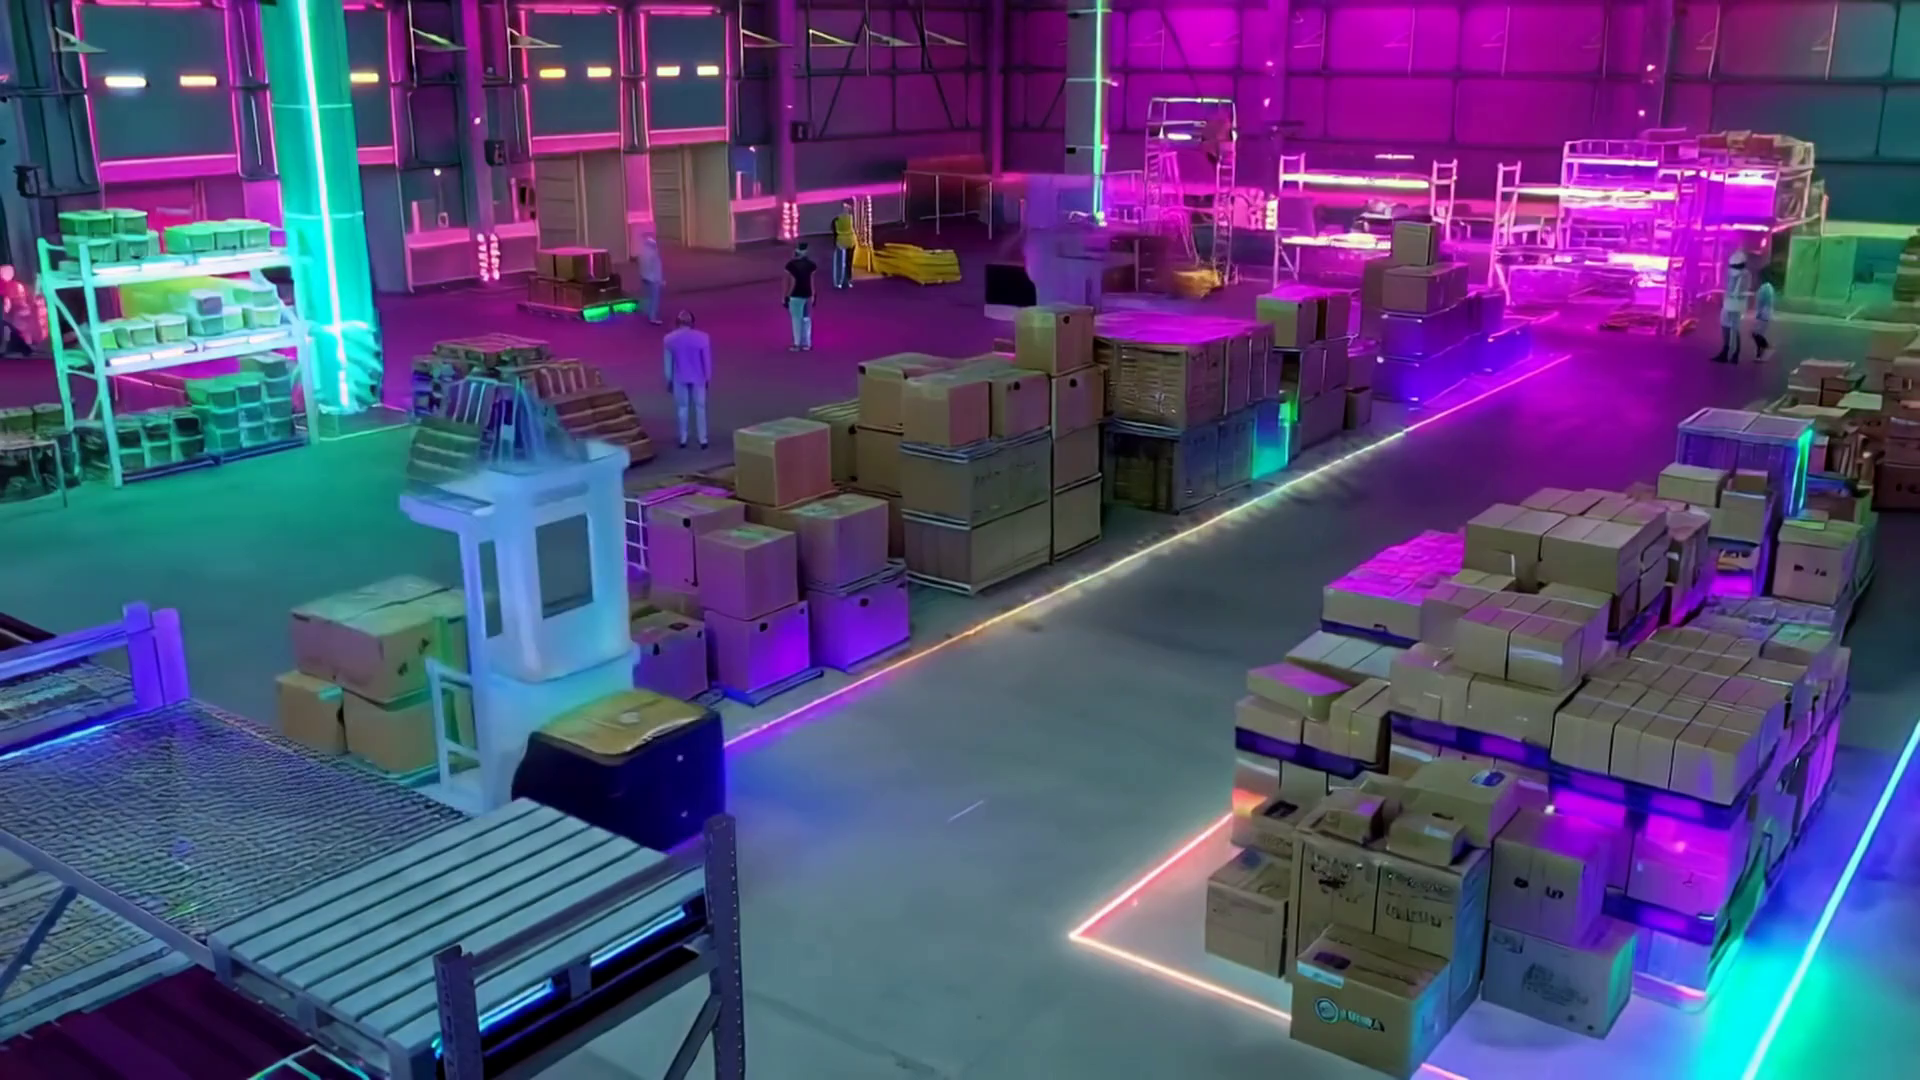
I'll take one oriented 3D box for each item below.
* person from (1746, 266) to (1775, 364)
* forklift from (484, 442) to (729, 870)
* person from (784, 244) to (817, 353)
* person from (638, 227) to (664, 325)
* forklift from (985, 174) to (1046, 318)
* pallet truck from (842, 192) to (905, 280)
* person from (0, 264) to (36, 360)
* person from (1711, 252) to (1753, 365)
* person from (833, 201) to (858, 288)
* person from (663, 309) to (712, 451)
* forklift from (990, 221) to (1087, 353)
[{"bbox_3d":[13.812,-3.848,28.557,0.455,1.673,0.566,15,23,41],"label":"person"},{"bbox_3d":[-2.598,0.787,11.167,1.873,2.768,1.129,12,21,35],"label":"forklift"},{"bbox_3d":[-2.842,-4.309,29.669,0.636,1.931,0.377,-9,19,-28],"label":"person"},{"bbox_3d":[-5.993,-5.145,32.464,0.442,1.907,0.603,-15,22,-40],"label":"person"},{"bbox_3d":[1.485,-5.882,33.252,1.873,2.768,1.129,2,17,8],"label":"forklift"},{"bbox_3d":[-1.936,-7.159,38.982,1.885,1.965,0.823,-12,21,-34],"label":"pallet truck"},{"bbox_3d":[-16.532,-3.938,28.865,0.706,1.673,0.541,-11,20,-33],"label":"person"},{"bbox_3d":[13.279,-3.985,28.580,0.377,1.932,0.551,-6,18,-18],"label":"person"},{"bbox_3d":[-2.563,-6.635,37.394,0.584,1.918,0.408,3,17,11],"label":"person"},{"bbox_3d":[-3.679,-2.170,22.568,0.630,1.938,0.372,-1,17,-3],"label":"person"},{"bbox_3d":[1.462,-3.273,24.612,1.873,2.768,1.129,12,21,35],"label":"forklift"}]
